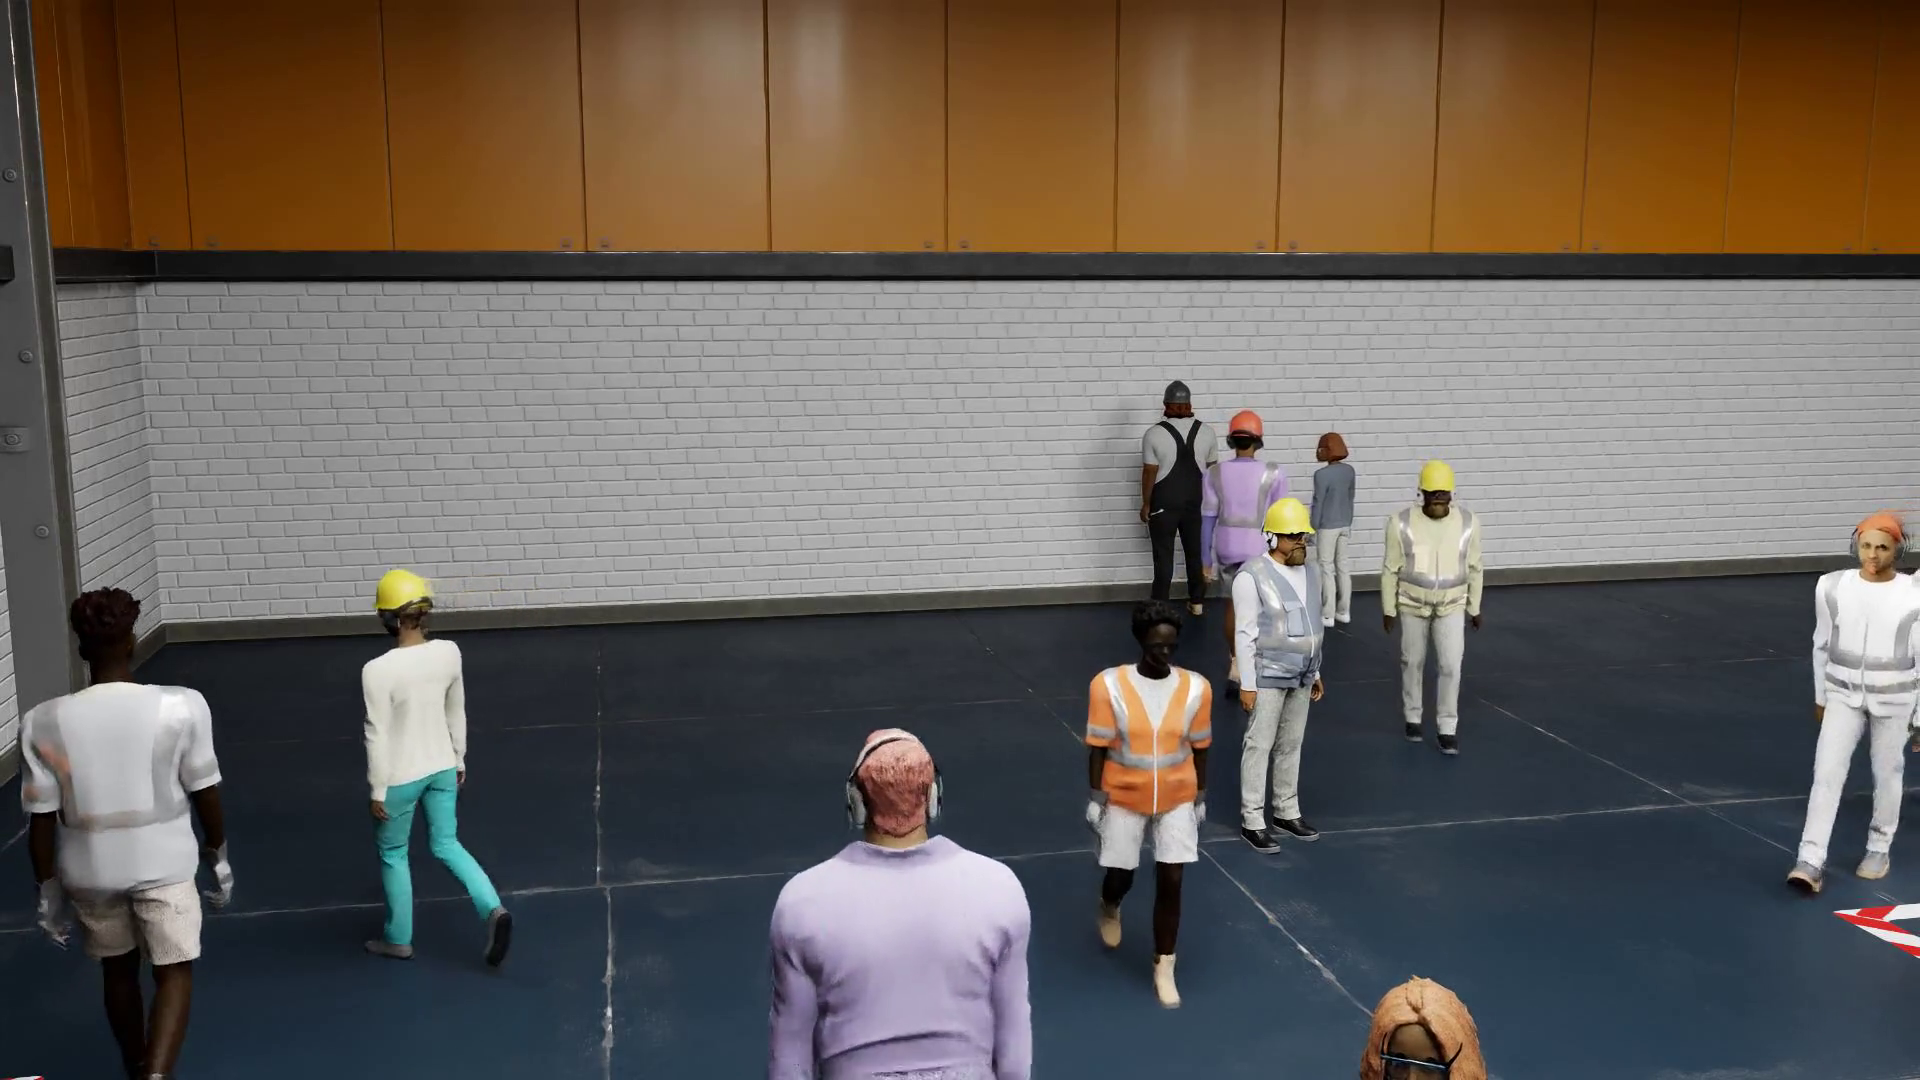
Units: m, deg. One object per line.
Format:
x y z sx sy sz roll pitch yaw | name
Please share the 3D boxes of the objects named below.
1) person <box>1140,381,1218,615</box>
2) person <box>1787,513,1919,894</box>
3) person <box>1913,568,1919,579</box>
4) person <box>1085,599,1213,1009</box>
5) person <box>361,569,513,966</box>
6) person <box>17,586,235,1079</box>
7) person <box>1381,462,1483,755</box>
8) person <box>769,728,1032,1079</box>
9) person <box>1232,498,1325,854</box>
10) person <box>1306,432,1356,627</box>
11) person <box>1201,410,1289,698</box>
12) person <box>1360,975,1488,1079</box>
1.853 -0.361 14.375 0.673 2.000 0.535 -2 10 -13 | person
4.342 0.795 7.959 0.594 1.830 0.974 8 12 41 | person
5.295 0.703 8.865 0.540 1.724 0.887 8 12 40 | person
0.769 1.042 6.899 0.541 1.679 0.562 -1 9 -5 | person
-2.270 0.984 7.071 0.726 1.741 0.535 6 11 31 | person
-2.836 1.121 5.670 0.614 1.942 0.878 -3 10 -15 | person
2.938 0.421 10.321 0.637 1.802 0.760 1 9 9 | person
-0.136 1.411 4.068 0.650 1.888 0.663 -1 9 -7 | person
1.669 0.688 8.613 0.595 1.832 0.404 -7 12 -37 | person
3.127 -0.090 13.975 0.507 1.630 0.271 -8 12 -39 | person
1.993 0.089 11.767 0.609 2.012 0.961 4 10 24 | person
0.901 1.653 3.341 0.507 1.631 0.266 3 10 17 | person
